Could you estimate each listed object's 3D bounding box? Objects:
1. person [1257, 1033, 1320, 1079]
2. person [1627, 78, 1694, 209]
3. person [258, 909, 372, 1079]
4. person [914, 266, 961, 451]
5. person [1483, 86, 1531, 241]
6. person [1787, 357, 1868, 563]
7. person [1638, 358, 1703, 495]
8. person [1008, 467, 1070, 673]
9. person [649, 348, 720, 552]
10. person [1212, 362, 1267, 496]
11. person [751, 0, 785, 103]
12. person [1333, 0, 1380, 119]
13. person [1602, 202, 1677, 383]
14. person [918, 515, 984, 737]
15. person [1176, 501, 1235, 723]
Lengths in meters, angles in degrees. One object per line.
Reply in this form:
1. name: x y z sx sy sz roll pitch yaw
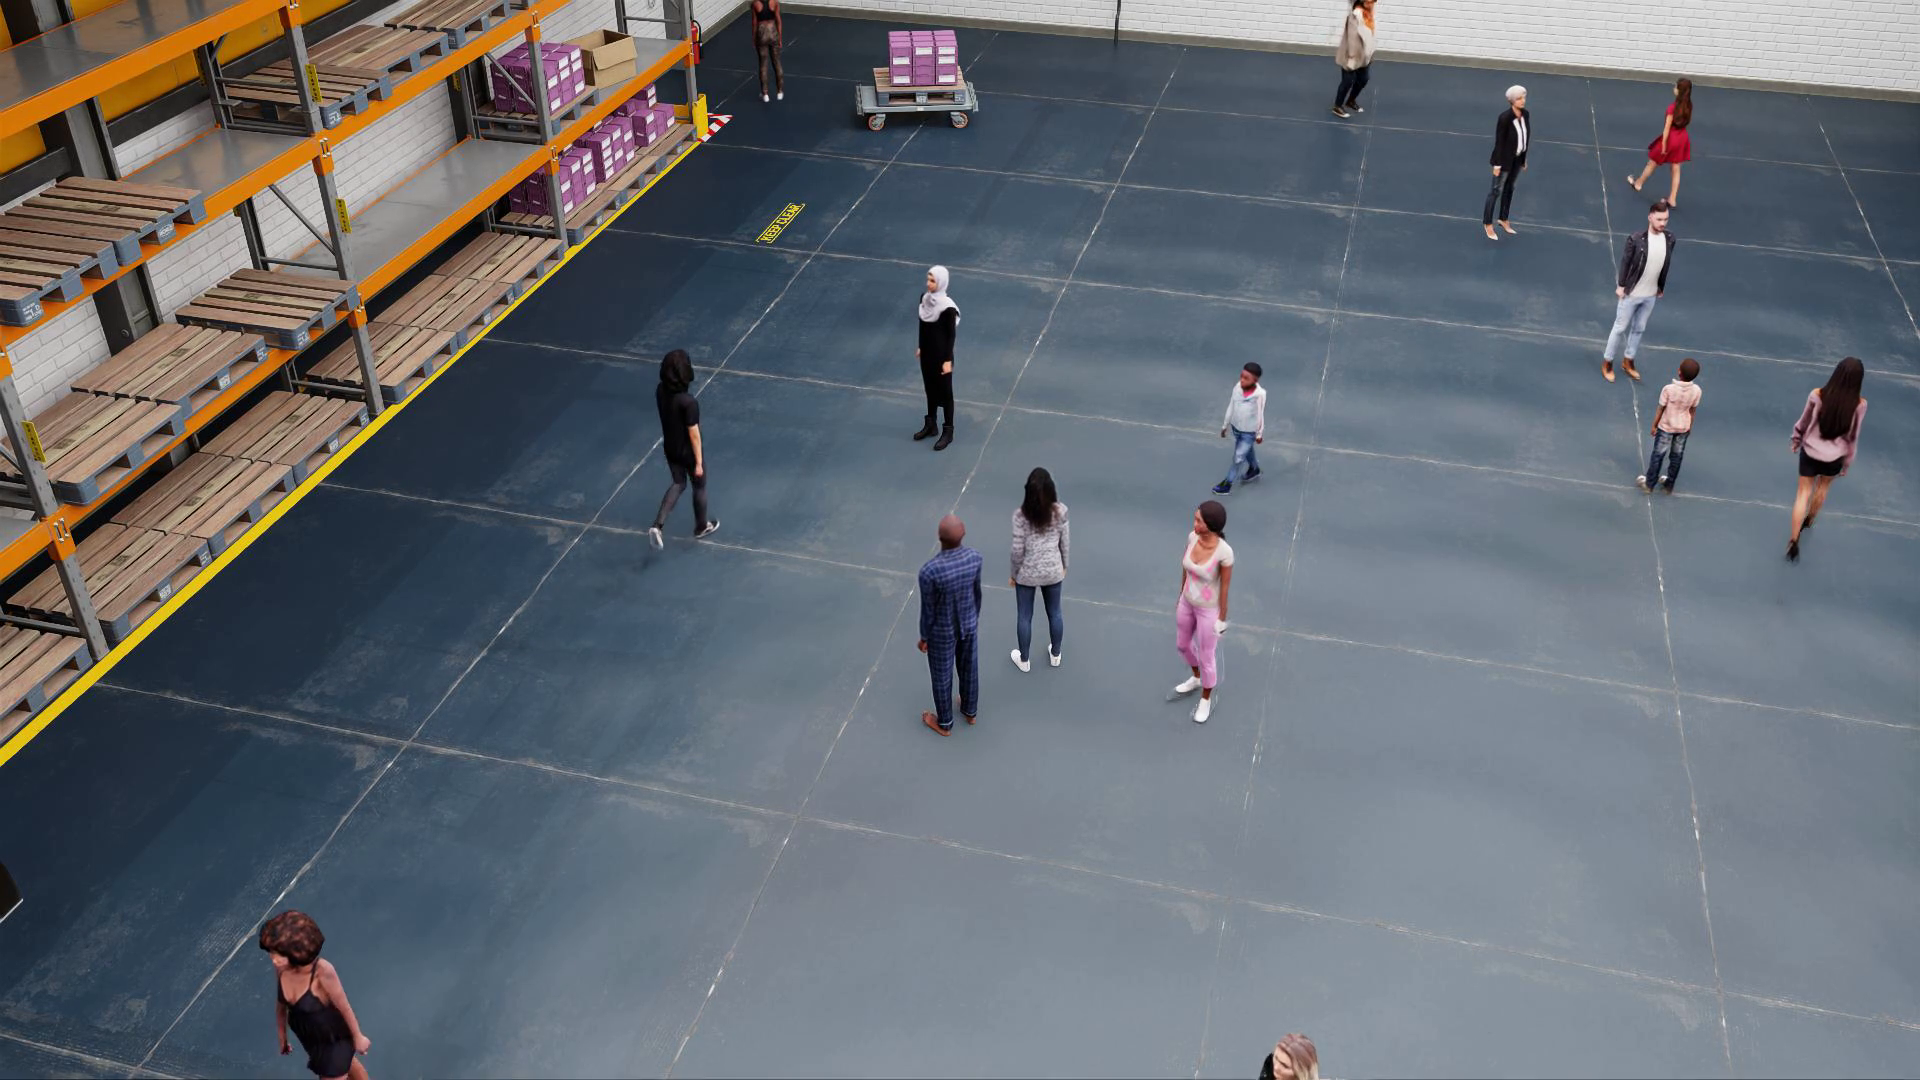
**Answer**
1. person: 1.657 3.018 8.237 0.886 1.676 0.826 -19 38 -26
2. person: 8.670 -4.777 20.111 0.882 1.514 1.087 -9 35 -13
3. person: -3.298 2.575 8.820 0.695 1.768 0.927 15 36 21
4. person: -0.207 -1.684 15.217 0.700 1.780 0.684 -27 42 -35
5. person: 6.314 -4.333 19.006 0.835 1.783 0.804 -18 38 -25
6. person: 7.031 -0.616 13.608 0.810 1.783 1.009 18 38 25
7. person: 6.280 -1.002 14.619 0.514 1.306 0.515 4 34 6
8. person: 0.583 0.223 12.392 0.687 1.732 0.679 -6 34 -10
9. person: -2.351 -0.716 13.733 0.866 1.811 1.069 23 40 31
10. person: 2.571 -1.014 14.711 0.926 1.225 0.803 -24 40 -31
11. person: -2.706 -7.025 23.325 0.658 1.699 0.674 -9 35 -14
12. person: 5.368 -6.693 22.672 0.938 1.870 0.863 23 40 30
13. person: 6.669 -2.451 16.321 0.727 1.835 0.691 -5 34 -7
14. person: -0.051 0.593 11.756 0.755 1.820 0.823 -19 38 -26
15. person: 1.771 0.494 11.981 0.735 1.735 0.779 28 43 35
